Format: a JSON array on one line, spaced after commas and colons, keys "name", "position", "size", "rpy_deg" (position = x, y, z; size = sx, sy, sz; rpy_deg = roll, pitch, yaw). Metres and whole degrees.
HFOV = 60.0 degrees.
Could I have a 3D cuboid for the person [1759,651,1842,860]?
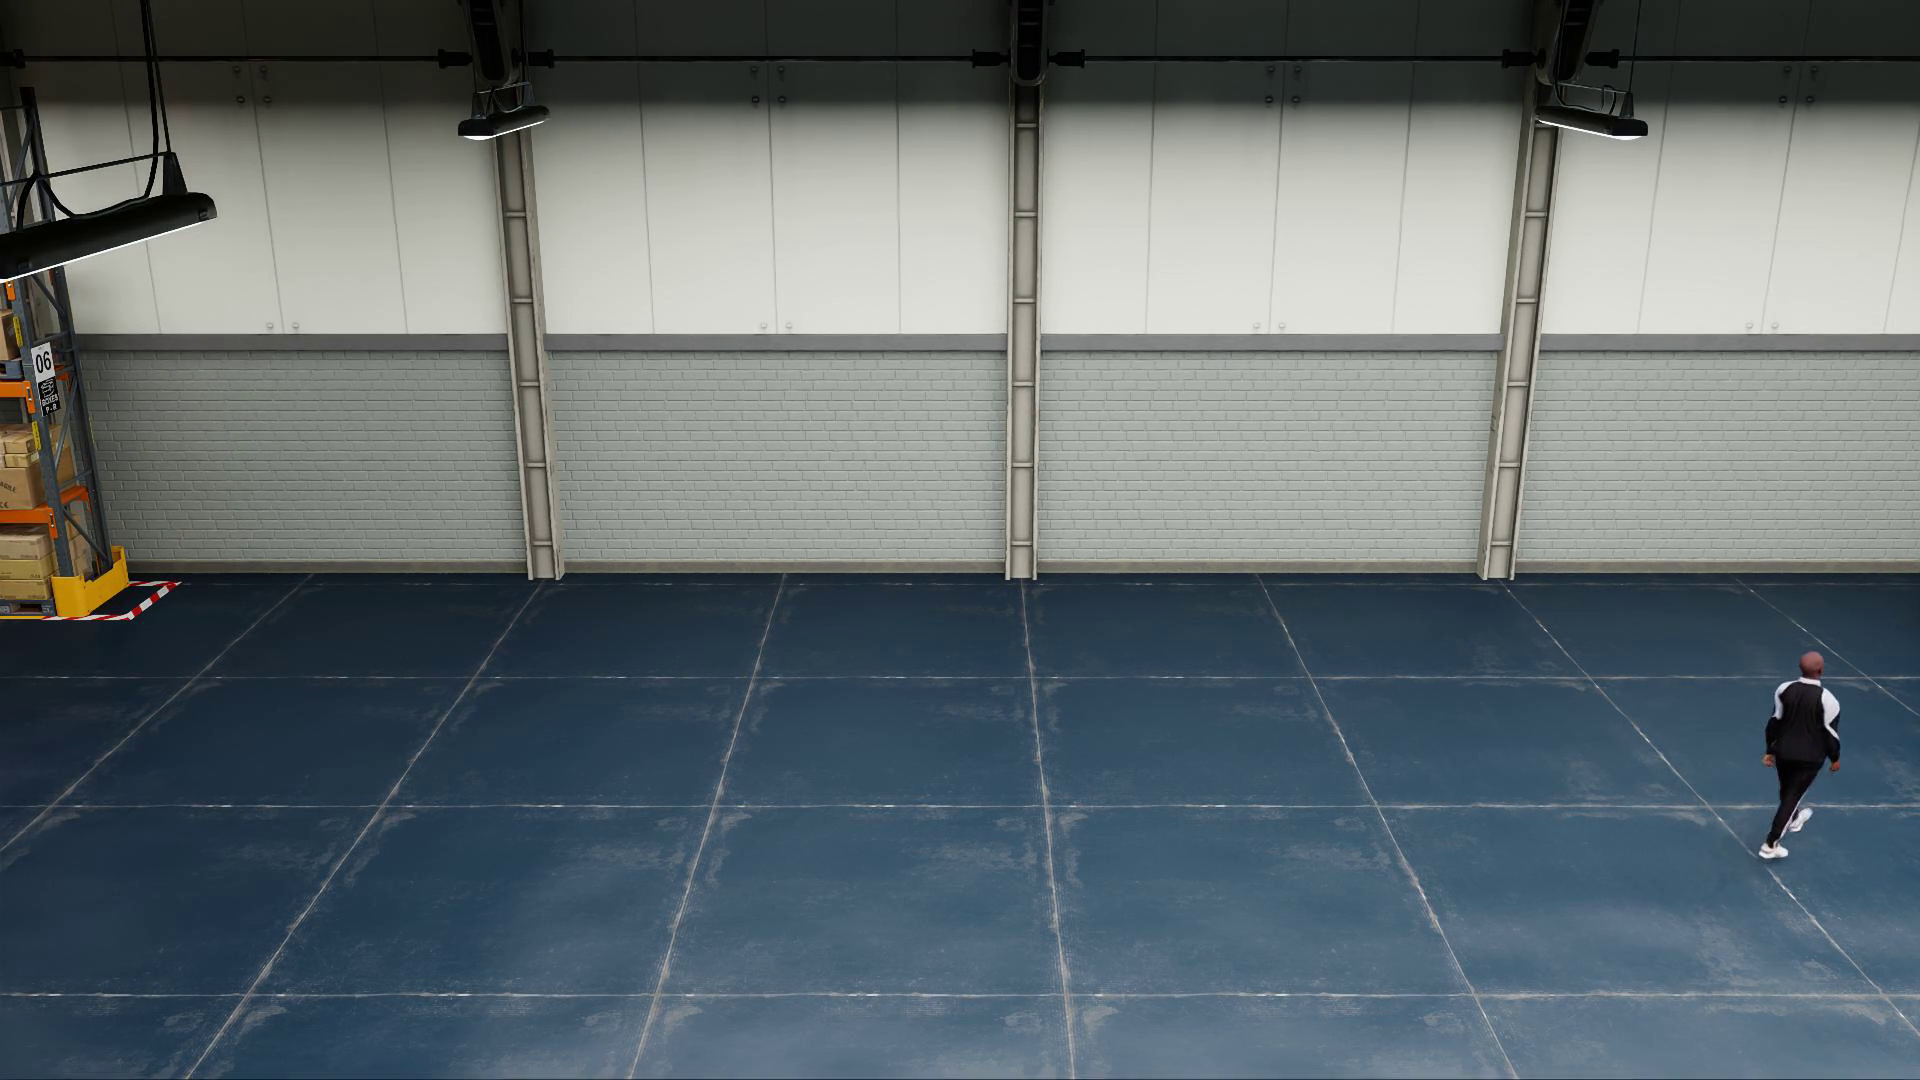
[{"name": "person", "position": [6.958, 1.829, 13.910], "size": [1.250, 1.792, 1.072], "rpy_deg": [-11, 21, -31]}]
